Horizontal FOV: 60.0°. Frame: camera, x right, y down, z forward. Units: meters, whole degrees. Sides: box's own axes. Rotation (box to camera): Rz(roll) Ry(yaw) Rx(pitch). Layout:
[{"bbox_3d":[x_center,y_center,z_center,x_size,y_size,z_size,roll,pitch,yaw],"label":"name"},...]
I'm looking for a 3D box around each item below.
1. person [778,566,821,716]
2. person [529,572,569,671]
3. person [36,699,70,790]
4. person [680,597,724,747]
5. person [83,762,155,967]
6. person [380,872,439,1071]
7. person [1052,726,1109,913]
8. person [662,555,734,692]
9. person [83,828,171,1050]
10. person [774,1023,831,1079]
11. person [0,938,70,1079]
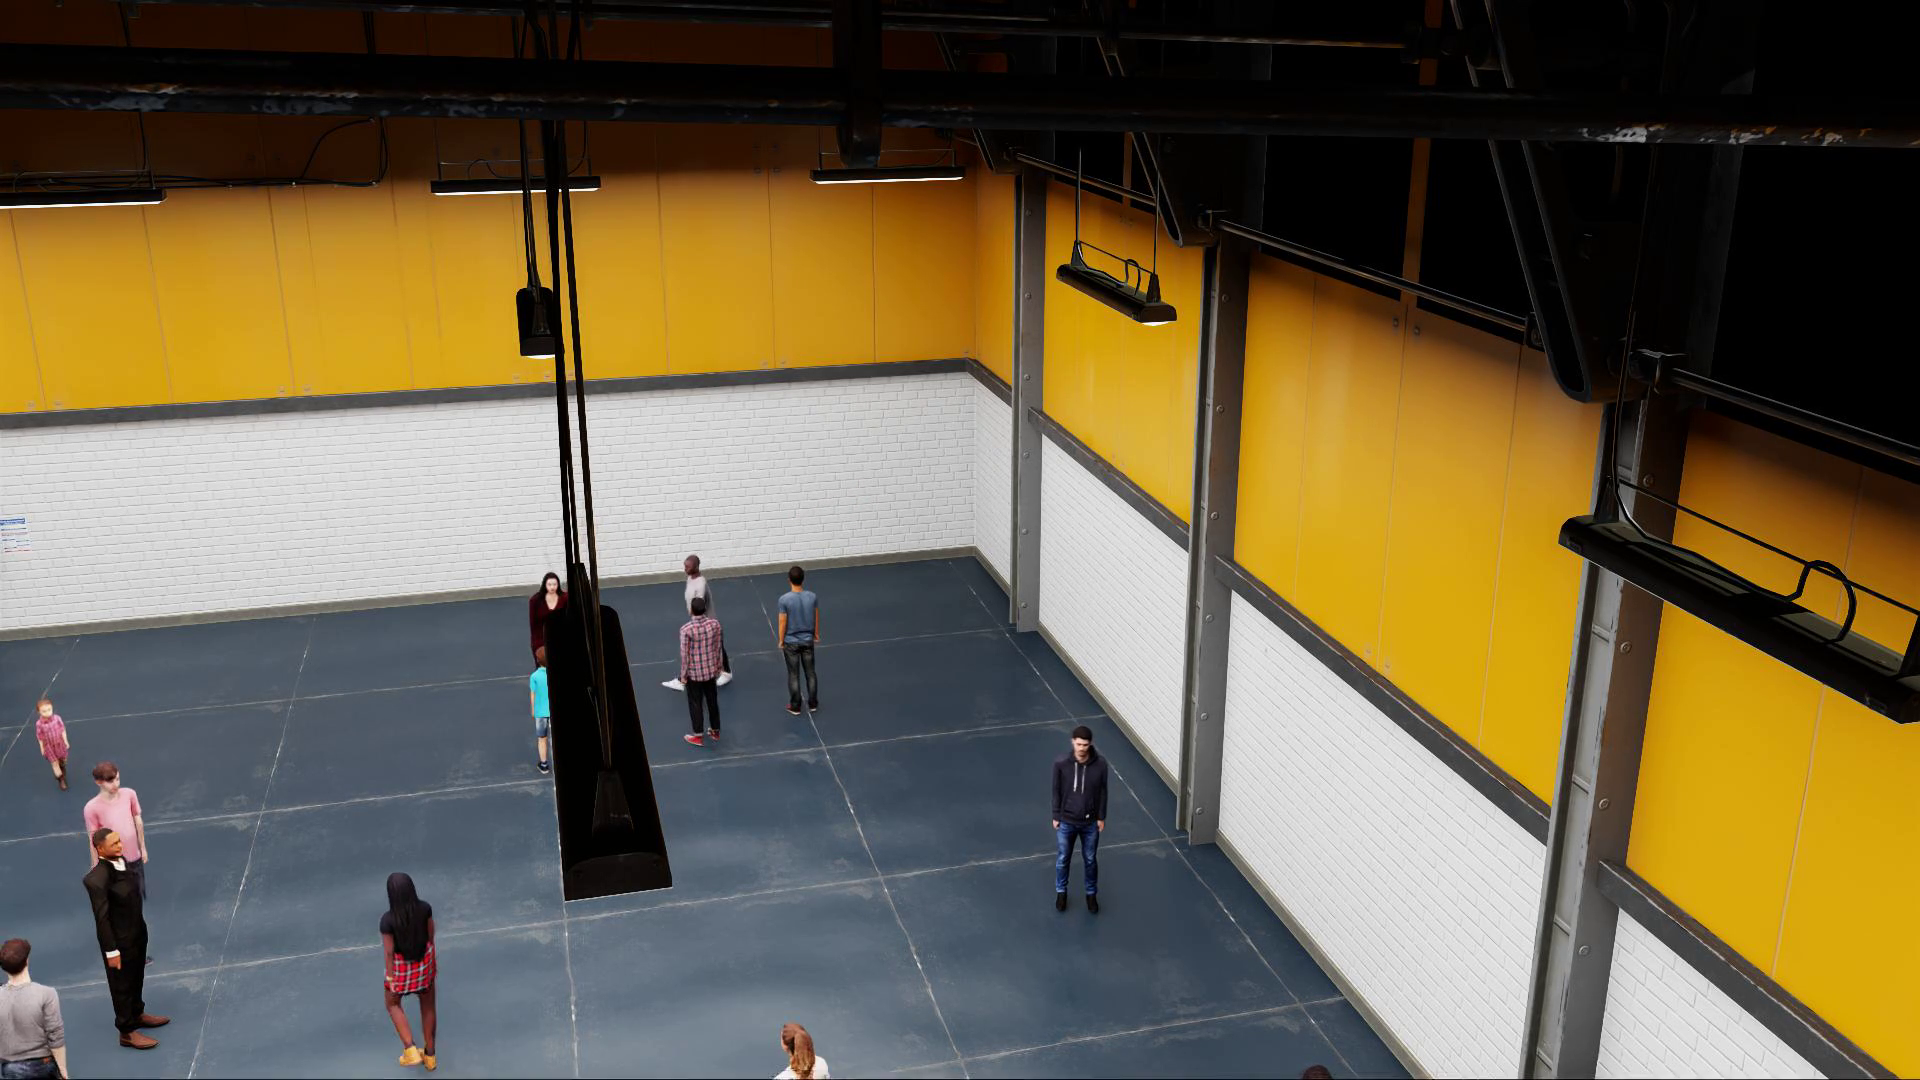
[{"bbox_3d":[-1.896,1.179,19.630,0.694,1.807,0.588,-8,20,-23],"label":"person"},{"bbox_3d":[-4.863,1.168,19.785,0.712,1.729,0.771,-6,19,-17],"label":"person"},{"bbox_3d":[-9.771,2.169,17.933,0.554,1.013,0.678,-13,23,-34],"label":"person"},{"bbox_3d":[-2.936,1.465,18.852,0.784,1.761,0.756,-15,23,-37],"label":"person"},{"bbox_3d":[-7.442,2.802,14.609,1.084,1.936,1.021,13,23,34],"label":"person"},{"bbox_3d":[-4.271,3.434,13.081,0.725,1.712,0.764,-16,24,-39],"label":"person"},{"bbox_3d":[1.107,2.556,15.415,0.739,1.887,0.702,2,19,5],"label":"person"},{"bbox_3d":[-3.060,1.008,20.269,0.966,1.724,1.179,-14,23,-35],"label":"person"},{"bbox_3d":[-6.803,3.196,13.489,0.784,1.905,0.609,-2,19,-5],"label":"person"},{"bbox_3d":[-1.010,4.070,11.226,0.906,1.693,1.081,-15,24,-38],"label":"person"},{"bbox_3d":[-6.632,3.782,11.802,0.710,1.871,1.226,-6,19,-17],"label":"person"}]
